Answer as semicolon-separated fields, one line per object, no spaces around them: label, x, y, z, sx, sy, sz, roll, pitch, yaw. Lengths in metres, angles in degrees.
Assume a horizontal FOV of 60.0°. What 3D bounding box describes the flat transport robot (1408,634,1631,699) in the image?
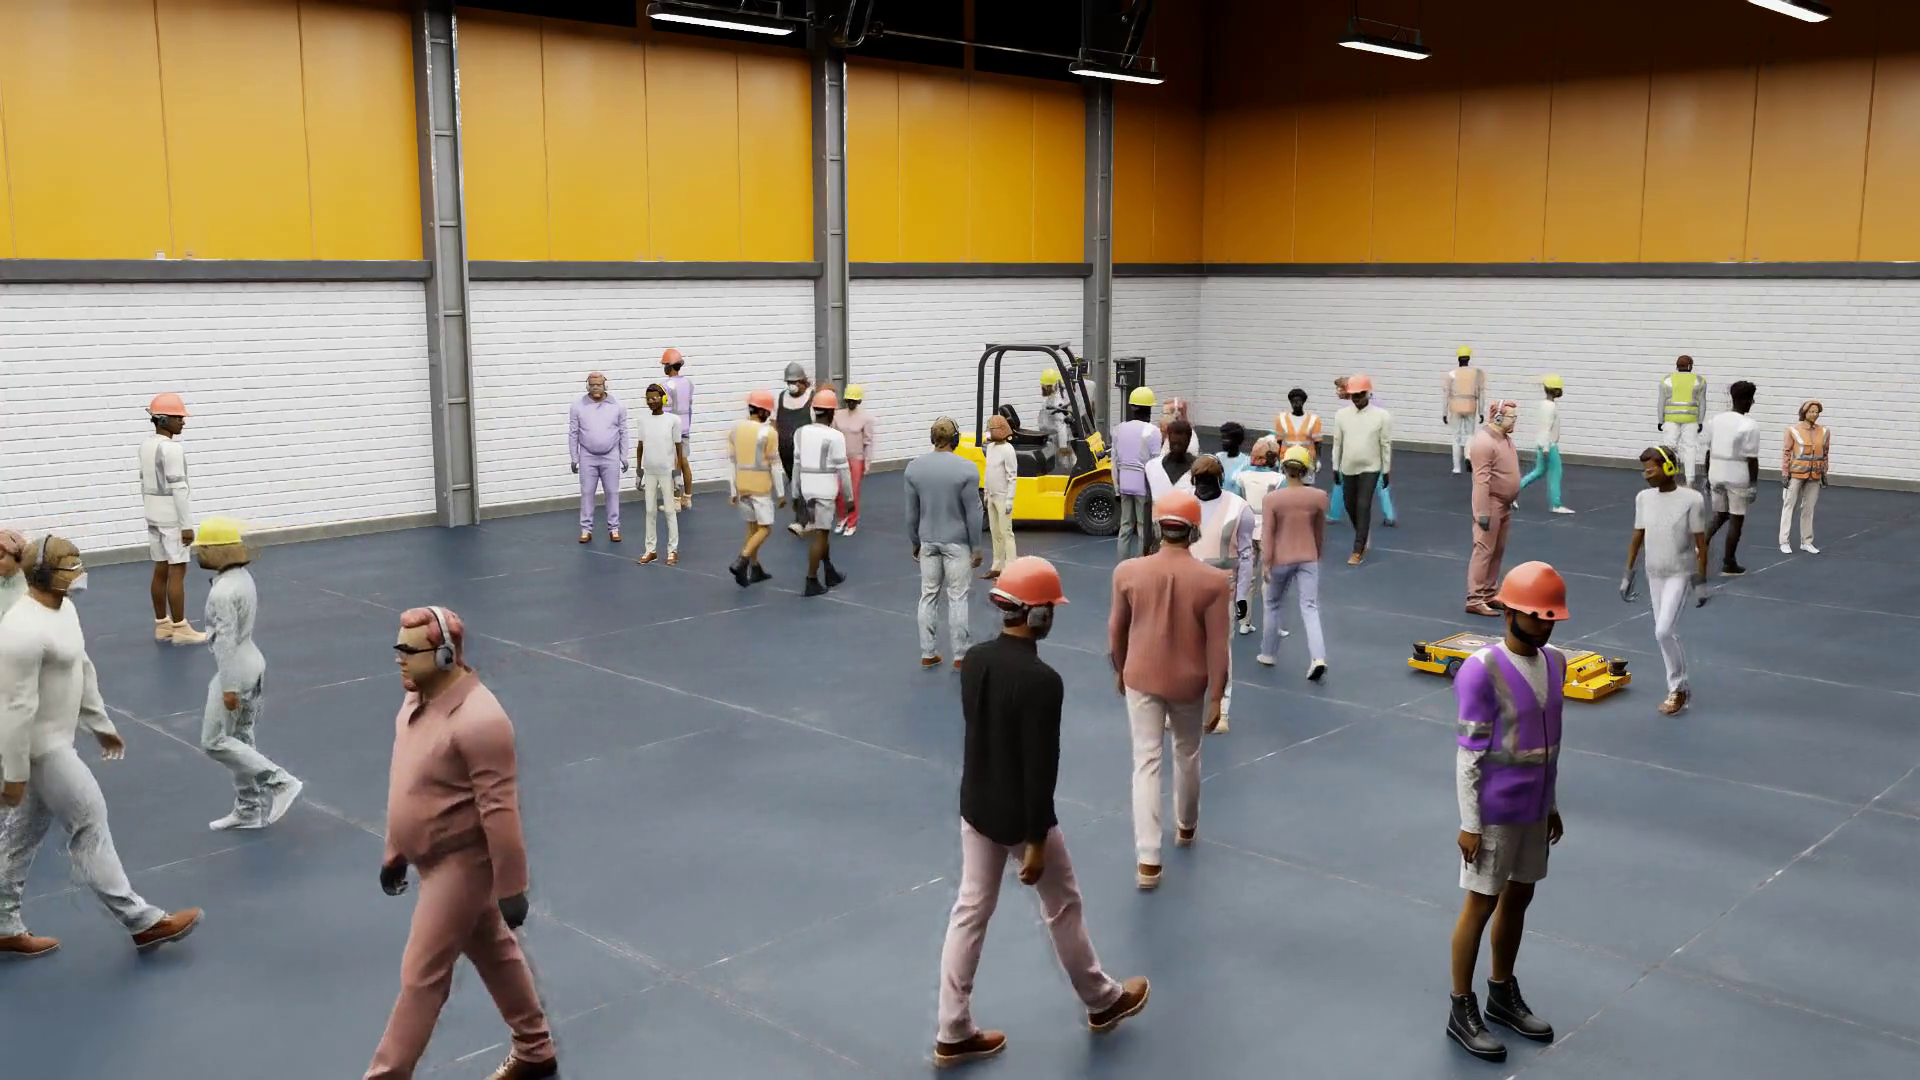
flat transport robot;4.118;0.906;12.284;1.431;0.197;0.652;9;13;43

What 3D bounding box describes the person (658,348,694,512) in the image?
person;-3.574;-1.369;20.801;0.365;2.048;0.608;4;10;25

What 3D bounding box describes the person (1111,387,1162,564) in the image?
person;1.693;-0.483;15.727;0.584;1.928;0.374;9;13;44

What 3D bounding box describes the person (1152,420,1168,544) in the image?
person;2.054;-0.371;16.038;0.773;1.611;0.501;2;9;12

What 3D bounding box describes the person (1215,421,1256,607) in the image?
person;2.435;-0.228;14.895;0.380;1.681;0.546;-6;11;-34

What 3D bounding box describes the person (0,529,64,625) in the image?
person;-5.182;0.748;9.157;0.522;1.605;0.760;1;9;5

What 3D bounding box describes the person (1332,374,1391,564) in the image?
person;4.208;-0.768;17.400;0.619;1.964;0.896;5;11;30

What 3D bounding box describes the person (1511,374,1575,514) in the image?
person;7.249;-1.198;20.695;0.779;1.742;0.527;3;10;15

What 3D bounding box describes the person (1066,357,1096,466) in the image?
person;1.584;-1.497;22.127;0.513;1.871;0.329;-7;12;-36

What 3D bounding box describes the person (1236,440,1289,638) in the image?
person;2.488;-0.006;13.700;0.513;1.637;0.313;8;12;41

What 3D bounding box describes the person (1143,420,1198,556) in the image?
person;1.738;-0.033;13.130;0.601;1.878;0.871;4;10;25

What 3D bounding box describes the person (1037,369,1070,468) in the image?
person;1.064;-1.246;20.860;0.937;1.772;0.623;-1;9;-3

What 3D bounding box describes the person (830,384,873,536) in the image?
person;-1.248;-0.904;18.849;0.546;1.739;0.398;2;9;11

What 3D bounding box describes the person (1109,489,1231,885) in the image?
person;1.055;0.706;8.425;0.609;1.943;1.014;2;9;10

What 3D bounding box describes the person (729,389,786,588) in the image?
person;-1.989;-0.480;15.821;0.555;1.904;0.750;6;11;33

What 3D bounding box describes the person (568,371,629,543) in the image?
person;-4.000;-0.914;18.442;0.652;1.906;0.402;-2;9;-12

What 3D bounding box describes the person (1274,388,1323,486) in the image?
person;3.857;-0.891;18.997;0.548;1.670;0.614;2;9;12

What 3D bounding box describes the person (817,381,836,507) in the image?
person;-1.667;-1.196;21.049;0.398;1.622;0.503;-7;12;-37

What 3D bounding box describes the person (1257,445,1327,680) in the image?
person;2.501;0.158;12.420;0.519;1.731;0.856;-1;9;-5

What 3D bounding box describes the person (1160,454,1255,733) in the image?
person;1.597;0.347;10.917;0.621;1.841;0.429;4;10;21

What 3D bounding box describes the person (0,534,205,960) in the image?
person;-3.874;0.909;7.289;0.979;1.890;0.645;-3;10;-19

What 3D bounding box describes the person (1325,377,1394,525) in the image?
person;4.728;-1.033;19.620;0.870;1.776;0.622;9;13;44

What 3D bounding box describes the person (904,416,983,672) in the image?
person;-0.113;0.031;12.543;0.627;1.941;0.371;4;10;25

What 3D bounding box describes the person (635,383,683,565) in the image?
person;-3.101;-0.677;17.098;0.526;1.871;0.324;2;9;11

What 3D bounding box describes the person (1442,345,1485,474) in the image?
person;7.441;-1.923;24.595;0.617;1.913;0.447;1;9;9

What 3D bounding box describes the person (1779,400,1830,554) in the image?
person;9.008;-0.670;17.749;0.514;1.645;0.308;-1;9;-4

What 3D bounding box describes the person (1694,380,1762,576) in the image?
person;7.565;-0.601;16.376;0.484;1.951;0.627;-4;10;-24

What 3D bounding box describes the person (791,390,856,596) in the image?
person;-1.217;-0.455;15.606;0.578;1.903;0.847;7;11;35

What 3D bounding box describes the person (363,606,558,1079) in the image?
person;-1.886;1.156;5.876;0.994;1.855;0.671;-7;11;-35

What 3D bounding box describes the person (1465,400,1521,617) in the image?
person;4.704;-0.283;14.604;0.402;1.898;0.643;7;12;37

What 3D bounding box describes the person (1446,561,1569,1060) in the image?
person;2.151;1.030;6.429;0.551;1.933;0.371;-6;11;-32

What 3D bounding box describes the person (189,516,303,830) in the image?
person;-3.849;0.725;8.913;0.453;1.728;0.502;-2;9;-10

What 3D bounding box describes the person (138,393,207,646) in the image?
person;-6.373;-0.167;13.456;0.608;2.039;0.395;8;12;41

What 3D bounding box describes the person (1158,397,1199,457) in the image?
person;2.004;-0.362;15.094;0.723;1.887;0.651;2;10;15

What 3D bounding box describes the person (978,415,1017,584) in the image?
person;0.376;-0.392;16.070;0.267;1.632;0.507;-5;10;-27

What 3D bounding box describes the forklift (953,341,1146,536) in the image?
forklift;0.977;-1.223;19.452;2.313;2.155;1.214;2;9;11

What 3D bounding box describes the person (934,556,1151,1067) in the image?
person;0.312;1.021;6.420;1.007;1.943;0.631;-6;11;-35

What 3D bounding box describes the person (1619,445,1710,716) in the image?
person;4.815;0.269;11.377;0.531;1.833;0.550;-5;11;-30

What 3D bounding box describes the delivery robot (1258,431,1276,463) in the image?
delivery robot;4.797;-1.434;25.472;0.477;0.478;0.707;-1;9;-3

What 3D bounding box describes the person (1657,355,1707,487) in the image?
person;10.062;-1.657;23.214;0.624;1.838;0.430;4;10;24

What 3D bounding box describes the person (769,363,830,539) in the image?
person;-1.854;-1.048;18.848;0.691;2.000;1.049;3;10;20
